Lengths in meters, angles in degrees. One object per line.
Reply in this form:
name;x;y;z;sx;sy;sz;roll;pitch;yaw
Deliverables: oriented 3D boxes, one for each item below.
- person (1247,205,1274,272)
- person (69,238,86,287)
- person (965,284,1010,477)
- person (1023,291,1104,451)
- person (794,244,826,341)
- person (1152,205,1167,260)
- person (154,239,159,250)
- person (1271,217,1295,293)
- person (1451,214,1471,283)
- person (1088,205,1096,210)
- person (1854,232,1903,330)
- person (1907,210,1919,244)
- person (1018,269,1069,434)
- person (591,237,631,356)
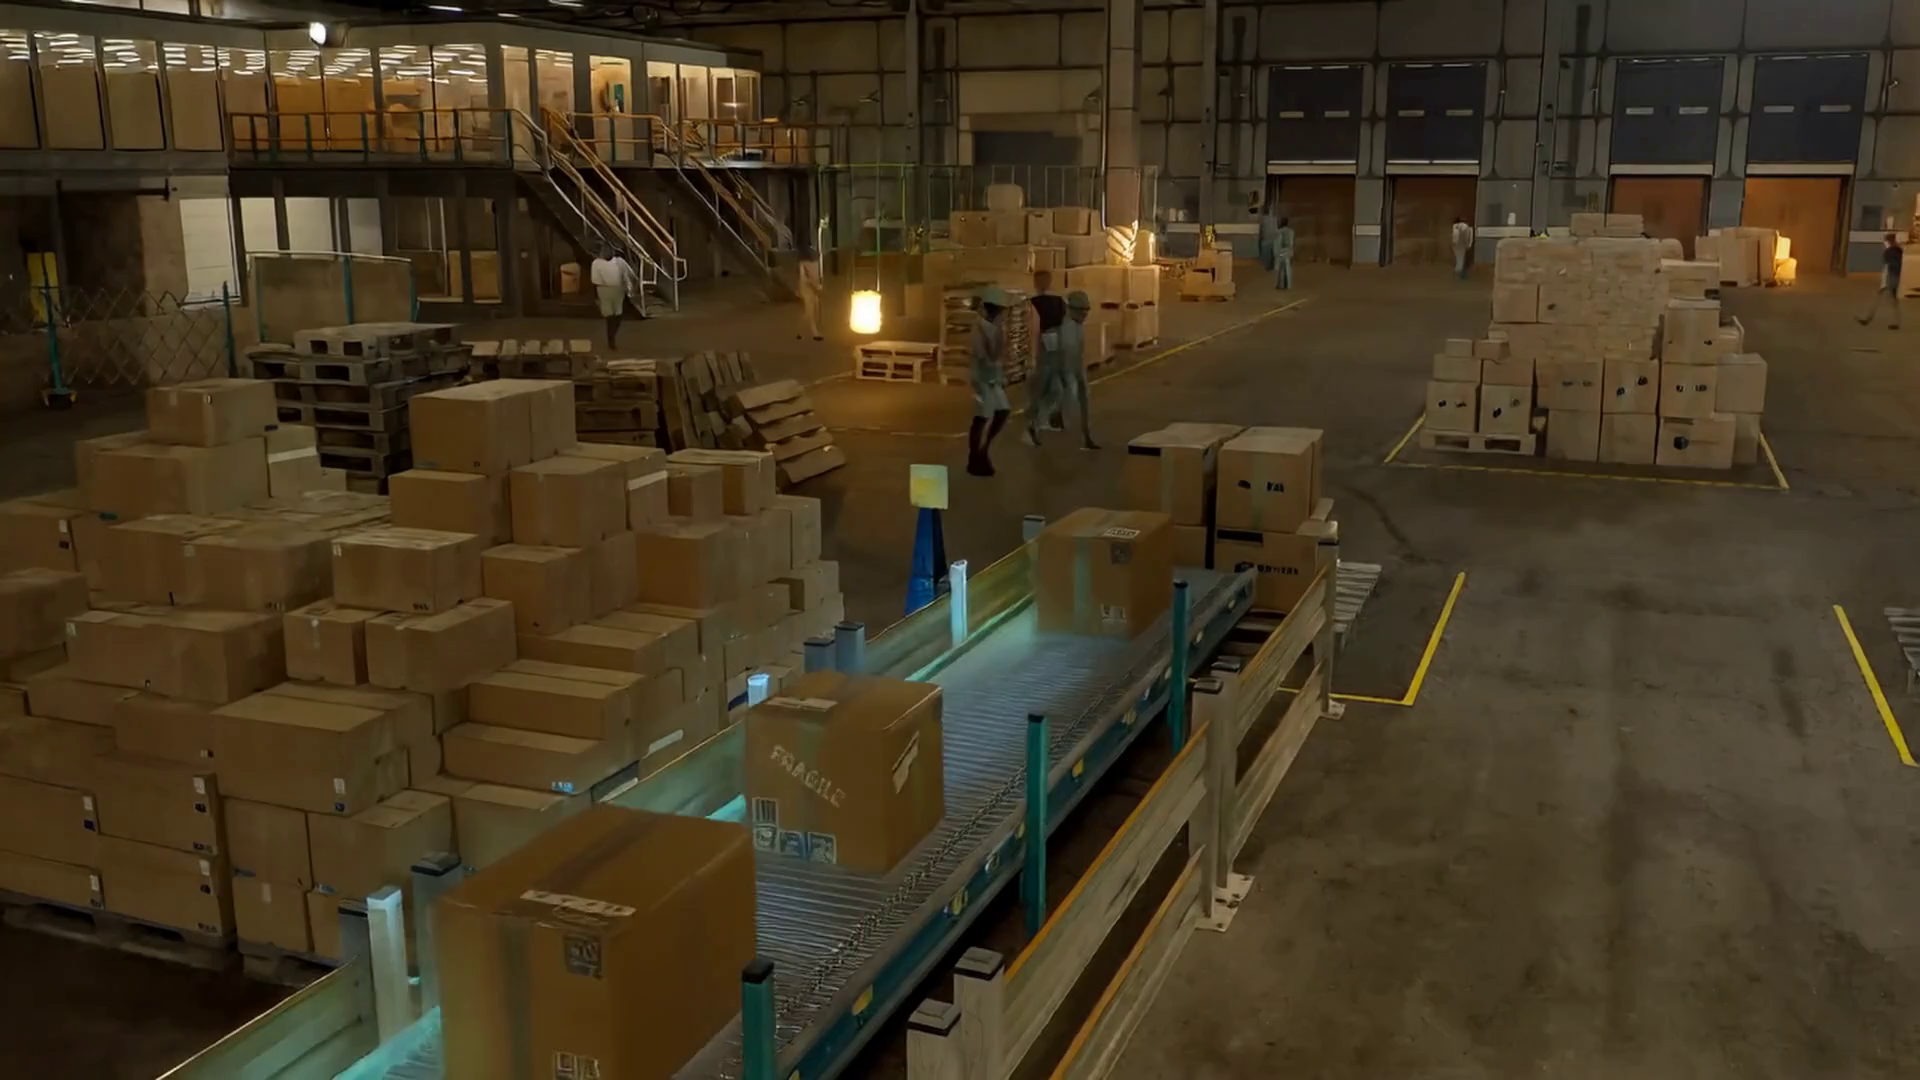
person;9.022;-9.009;49.700;0.993;1.943;0.651;9;16;36
person;-21.171;-6.732;39.711;0.559;1.850;0.525;-8;15;-32
person;0.280;-1.569;16.419;0.488;1.911;0.618;8;15;33
person;1.112;-1.827;17.988;0.847;1.731;0.533;5;14;21
person;-2.685;-4.404;29.633;0.652;1.688;0.545;3;13;15
person;6.234;-9.460;51.807;0.577;1.923;0.477;-9;15;-35
person;-19.053;-6.797;39.956;0.654;1.871;0.937;1;13;3
person;7.968;-7.049;41.146;0.633;1.846;0.429;-10;16;-38
person;13.531;-7.830;44.692;0.594;1.824;0.661;-5;13;-20
person;4.093;-9.673;52.752;0.792;1.923;0.611;5;13;20
person;17.631;-4.939;31.706;0.564;1.823;0.932;-5;14;-22
person;25.825;-7.947;44.988;0.370;1.927;0.588;1;13;6
person;0.954;-2.190;19.250;0.630;1.880;0.796;-10;16;-38
person;-5.751;-4.009;27.323;0.605;1.941;0.904;-7;14;-28
